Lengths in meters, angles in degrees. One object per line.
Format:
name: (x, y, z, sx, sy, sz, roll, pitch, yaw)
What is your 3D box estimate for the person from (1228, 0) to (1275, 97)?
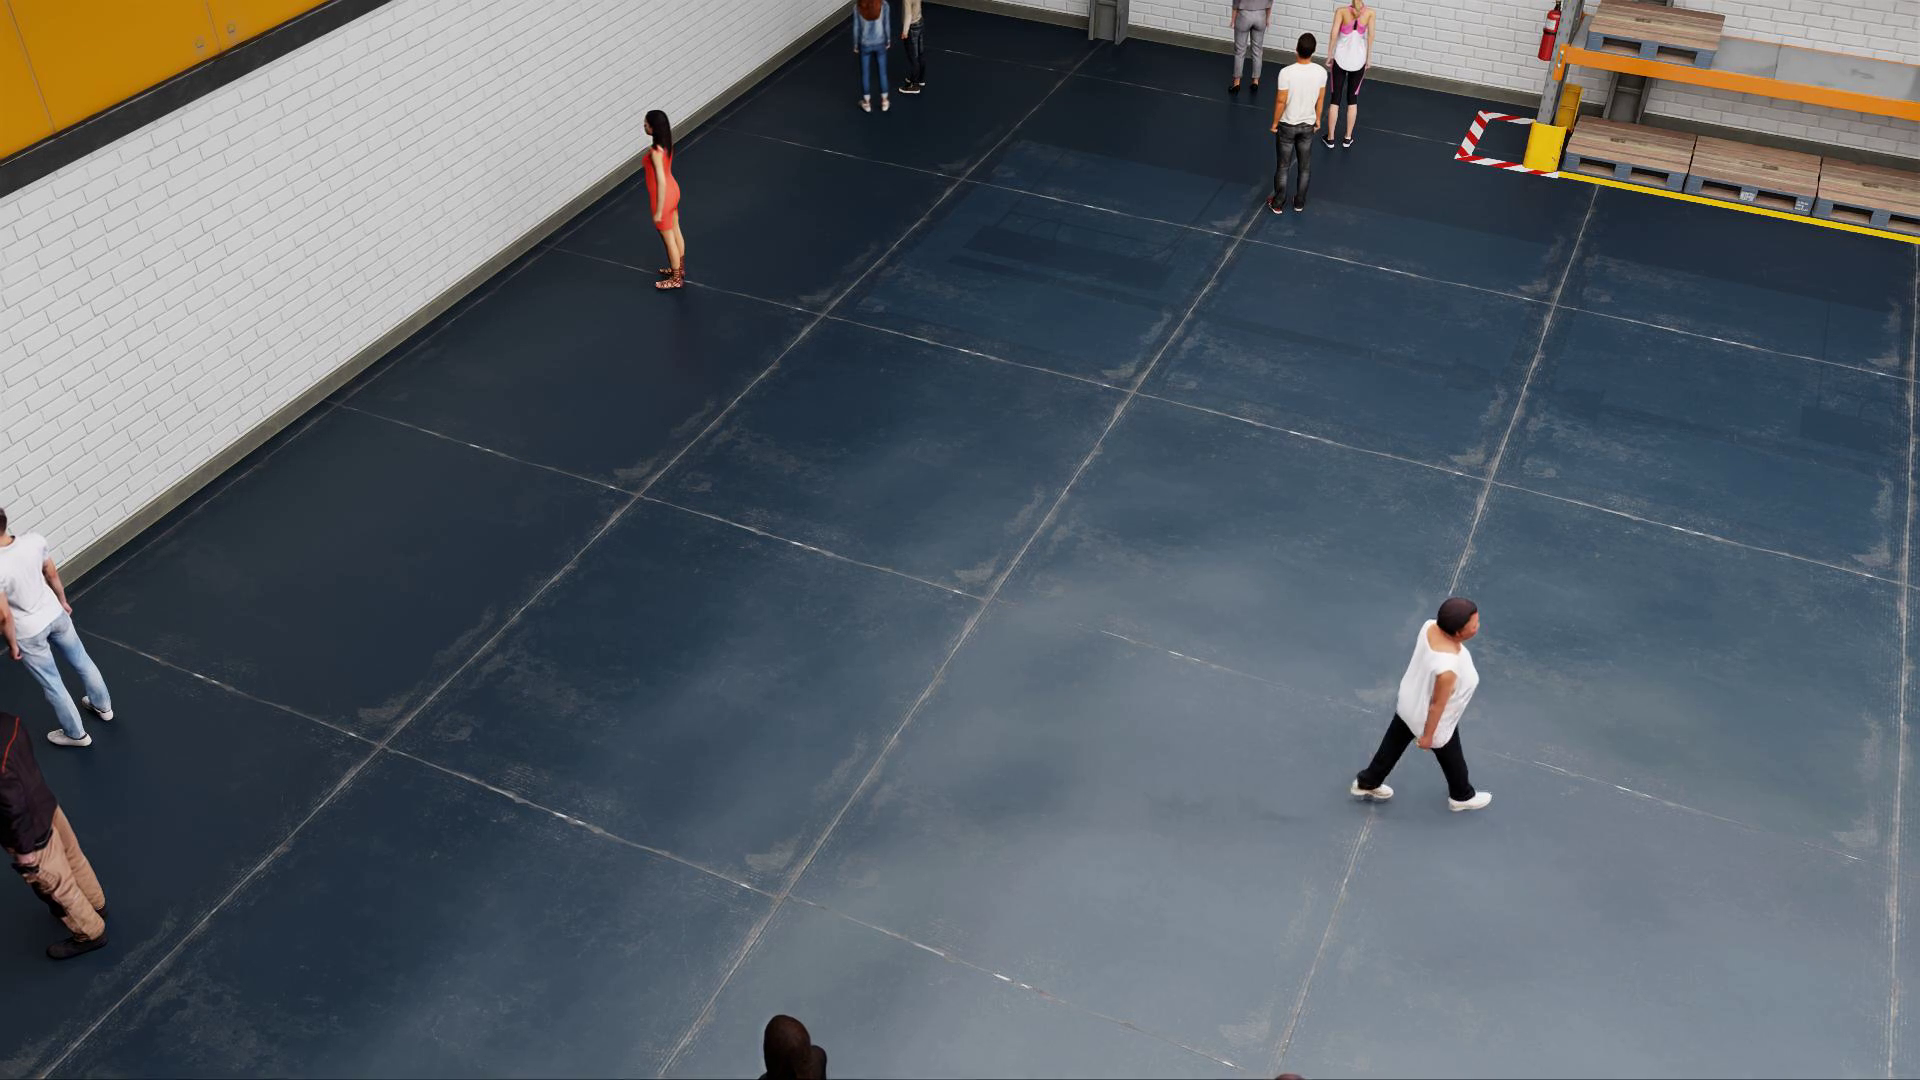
person: (3.218, -5.746, 18.405, 0.692, 1.678, 0.783, -4, 39, -5)

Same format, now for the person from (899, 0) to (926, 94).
person: (-0.525, -5.738, 18.567, 0.520, 1.463, 0.575, 12, 40, 14)

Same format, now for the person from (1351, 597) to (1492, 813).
person: (2.760, 1.014, 9.964, 1.189, 1.649, 0.977, -1, 39, -1)

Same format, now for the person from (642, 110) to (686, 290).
person: (-2.666, -3.082, 15.036, 0.641, 1.719, 0.653, 3, 39, 3)

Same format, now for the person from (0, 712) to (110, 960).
person: (-5.086, 1.539, 9.086, 0.831, 1.925, 0.791, -10, 40, -12)

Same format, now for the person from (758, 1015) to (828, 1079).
person: (-0.750, 2.769, 7.772, 0.572, 1.642, 0.615, 27, 46, 29)

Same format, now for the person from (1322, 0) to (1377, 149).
person: (4.050, -4.974, 17.351, 0.583, 1.787, 0.738, 2, 39, 3)

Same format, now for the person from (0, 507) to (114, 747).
person: (-5.770, 0.521, 10.419, 0.564, 1.851, 0.664, 12, 40, 15)

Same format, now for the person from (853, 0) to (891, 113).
person: (-0.959, -5.414, 18.157, 0.602, 1.470, 0.699, -6, 39, -7)

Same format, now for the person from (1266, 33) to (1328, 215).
person: (3.278, -4.053, 16.184, 0.666, 1.804, 0.782, -5, 39, -6)
